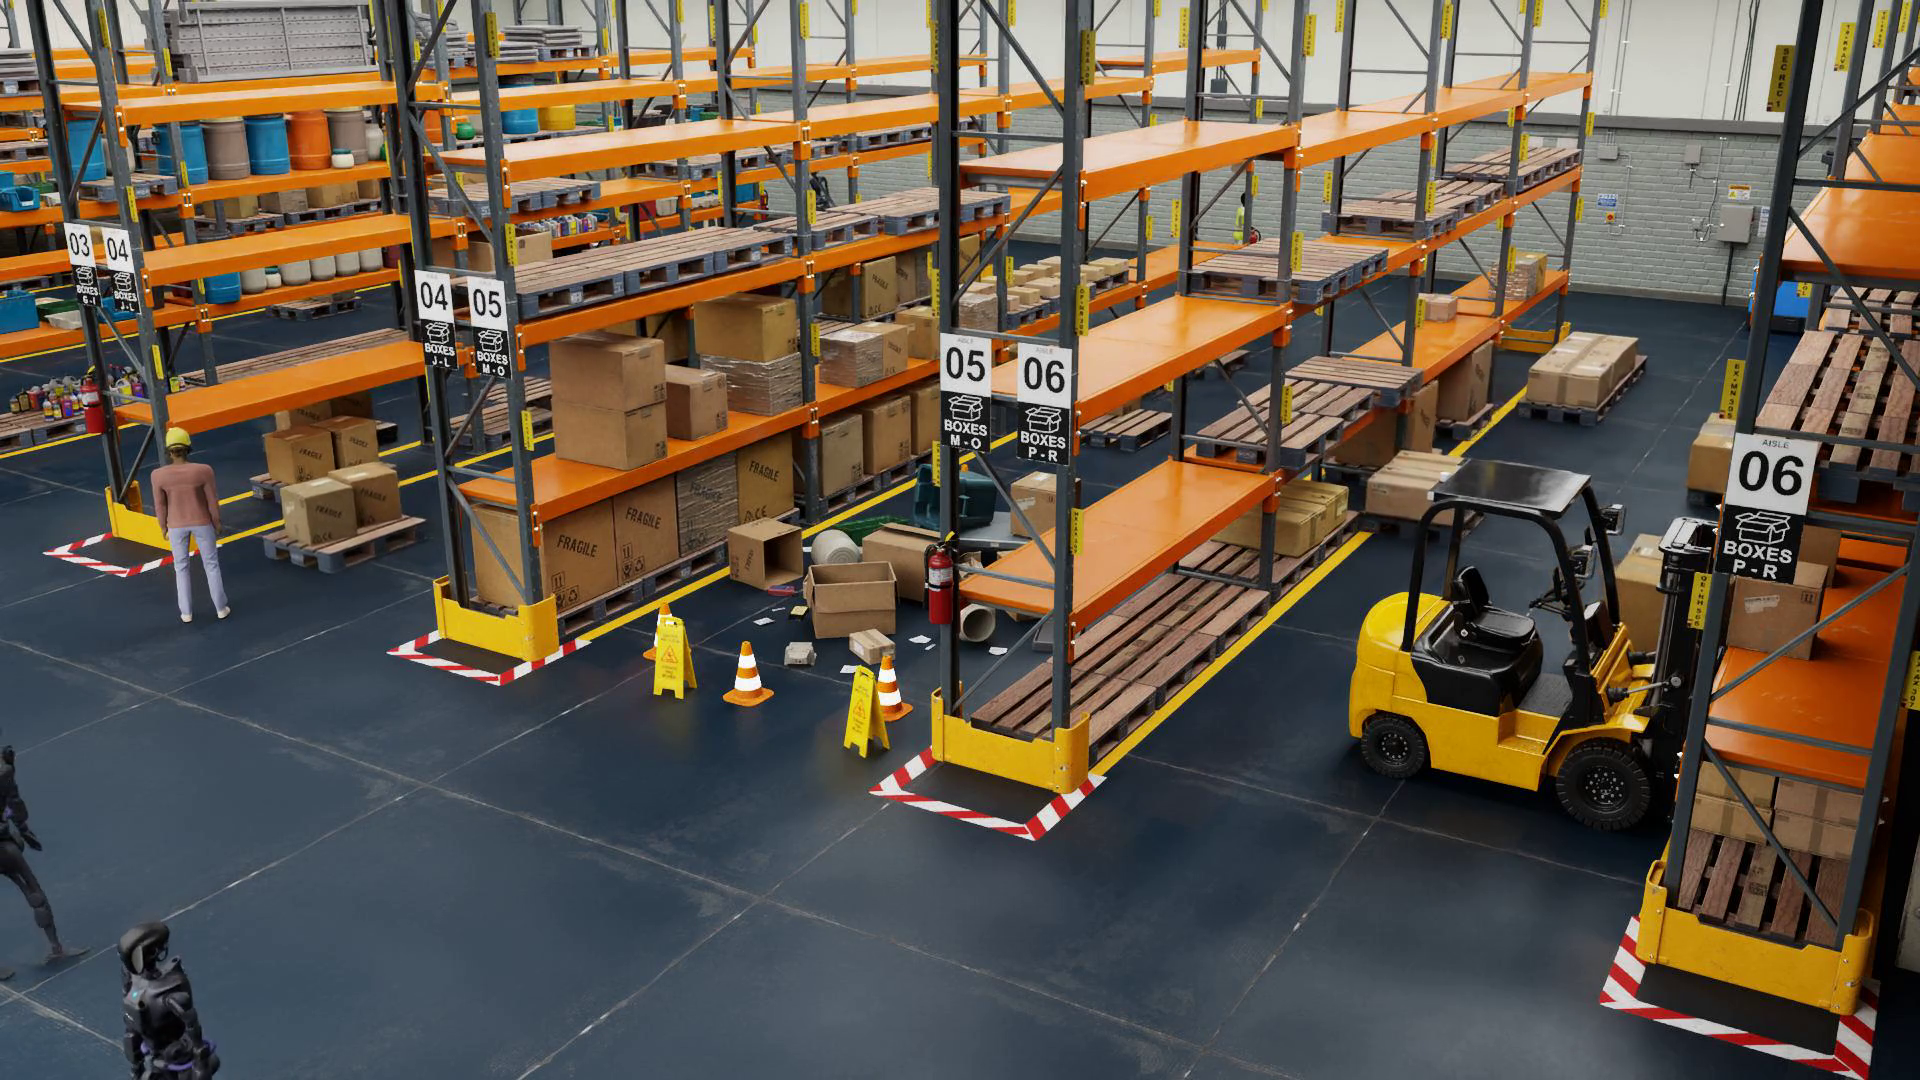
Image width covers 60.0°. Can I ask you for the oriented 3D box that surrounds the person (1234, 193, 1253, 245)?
[{"bbox_3d":[5.167,-5.511,30.376,0.320,1.683,0.538,0,19,-1],"label":"person"}]

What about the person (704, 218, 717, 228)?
[{"bbox_3d":[-5.239,-7.064,34.867,0.489,1.688,0.346,-6,20,-16],"label":"person"}]

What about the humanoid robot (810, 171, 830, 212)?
[{"bbox_3d":[-2.956,-7.021,34.772,0.594,1.639,0.526,-13,23,-34],"label":"humanoid robot"}]

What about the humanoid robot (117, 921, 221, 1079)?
[{"bbox_3d":[-3.572,2.444,7.428,0.613,1.630,0.725,12,22,30],"label":"humanoid robot"}]

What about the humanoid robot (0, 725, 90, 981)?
[{"bbox_3d":[-5.429,1.743,9.432,0.615,1.637,0.613,1,19,2],"label":"humanoid robot"}]

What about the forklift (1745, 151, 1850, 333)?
[{"bbox_3d":[13.620,-4.667,26.137,1.873,2.768,1.129,11,22,29],"label":"forklift"}]

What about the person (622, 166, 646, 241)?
[{"bbox_3d":[-6.577,-6.677,33.601,0.547,1.772,0.444,1,19,3],"label":"person"}]

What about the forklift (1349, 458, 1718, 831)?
[{"bbox_3d":[3.988,0.658,11.776,2.313,2.155,1.214,11,22,29],"label":"forklift"}]

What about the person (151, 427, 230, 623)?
[{"bbox_3d":[-6.818,-0.135,14.731,0.520,1.759,0.340,-6,20,-18],"label":"person"}]
